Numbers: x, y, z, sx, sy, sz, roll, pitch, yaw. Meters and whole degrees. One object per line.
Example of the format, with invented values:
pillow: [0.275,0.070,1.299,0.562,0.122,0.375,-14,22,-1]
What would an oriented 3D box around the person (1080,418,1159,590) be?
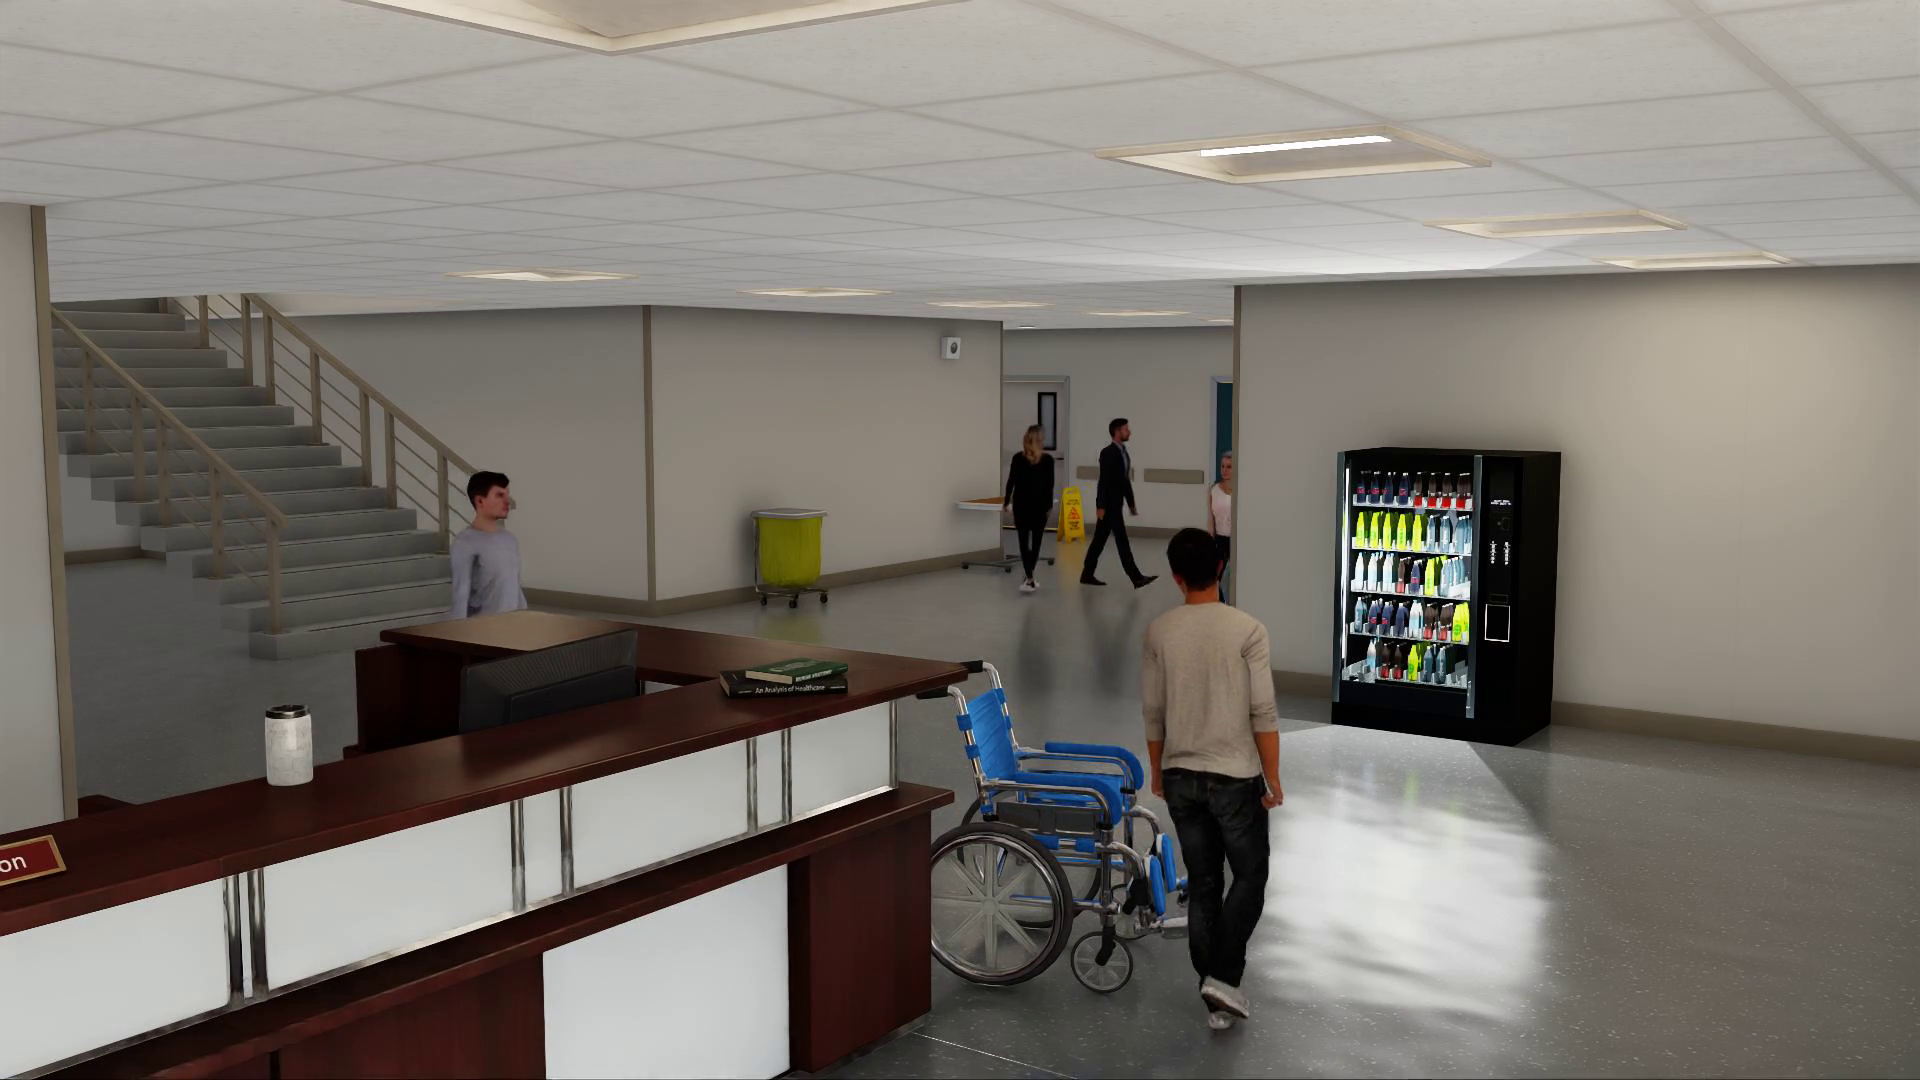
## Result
person: [1.560,-0.370,18.000,1.198,1.828,0.843,2,6,23]

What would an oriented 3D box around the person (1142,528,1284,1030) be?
person: [0.862,0.869,5.879,0.662,1.789,0.789,3,7,29]

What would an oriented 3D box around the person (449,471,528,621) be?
person: [-2.537,0.564,8.673,0.807,1.836,0.747,2,6,20]

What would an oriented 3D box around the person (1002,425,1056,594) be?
person: [0.760,-0.307,17.625,0.887,1.776,0.952,-1,6,-7]
